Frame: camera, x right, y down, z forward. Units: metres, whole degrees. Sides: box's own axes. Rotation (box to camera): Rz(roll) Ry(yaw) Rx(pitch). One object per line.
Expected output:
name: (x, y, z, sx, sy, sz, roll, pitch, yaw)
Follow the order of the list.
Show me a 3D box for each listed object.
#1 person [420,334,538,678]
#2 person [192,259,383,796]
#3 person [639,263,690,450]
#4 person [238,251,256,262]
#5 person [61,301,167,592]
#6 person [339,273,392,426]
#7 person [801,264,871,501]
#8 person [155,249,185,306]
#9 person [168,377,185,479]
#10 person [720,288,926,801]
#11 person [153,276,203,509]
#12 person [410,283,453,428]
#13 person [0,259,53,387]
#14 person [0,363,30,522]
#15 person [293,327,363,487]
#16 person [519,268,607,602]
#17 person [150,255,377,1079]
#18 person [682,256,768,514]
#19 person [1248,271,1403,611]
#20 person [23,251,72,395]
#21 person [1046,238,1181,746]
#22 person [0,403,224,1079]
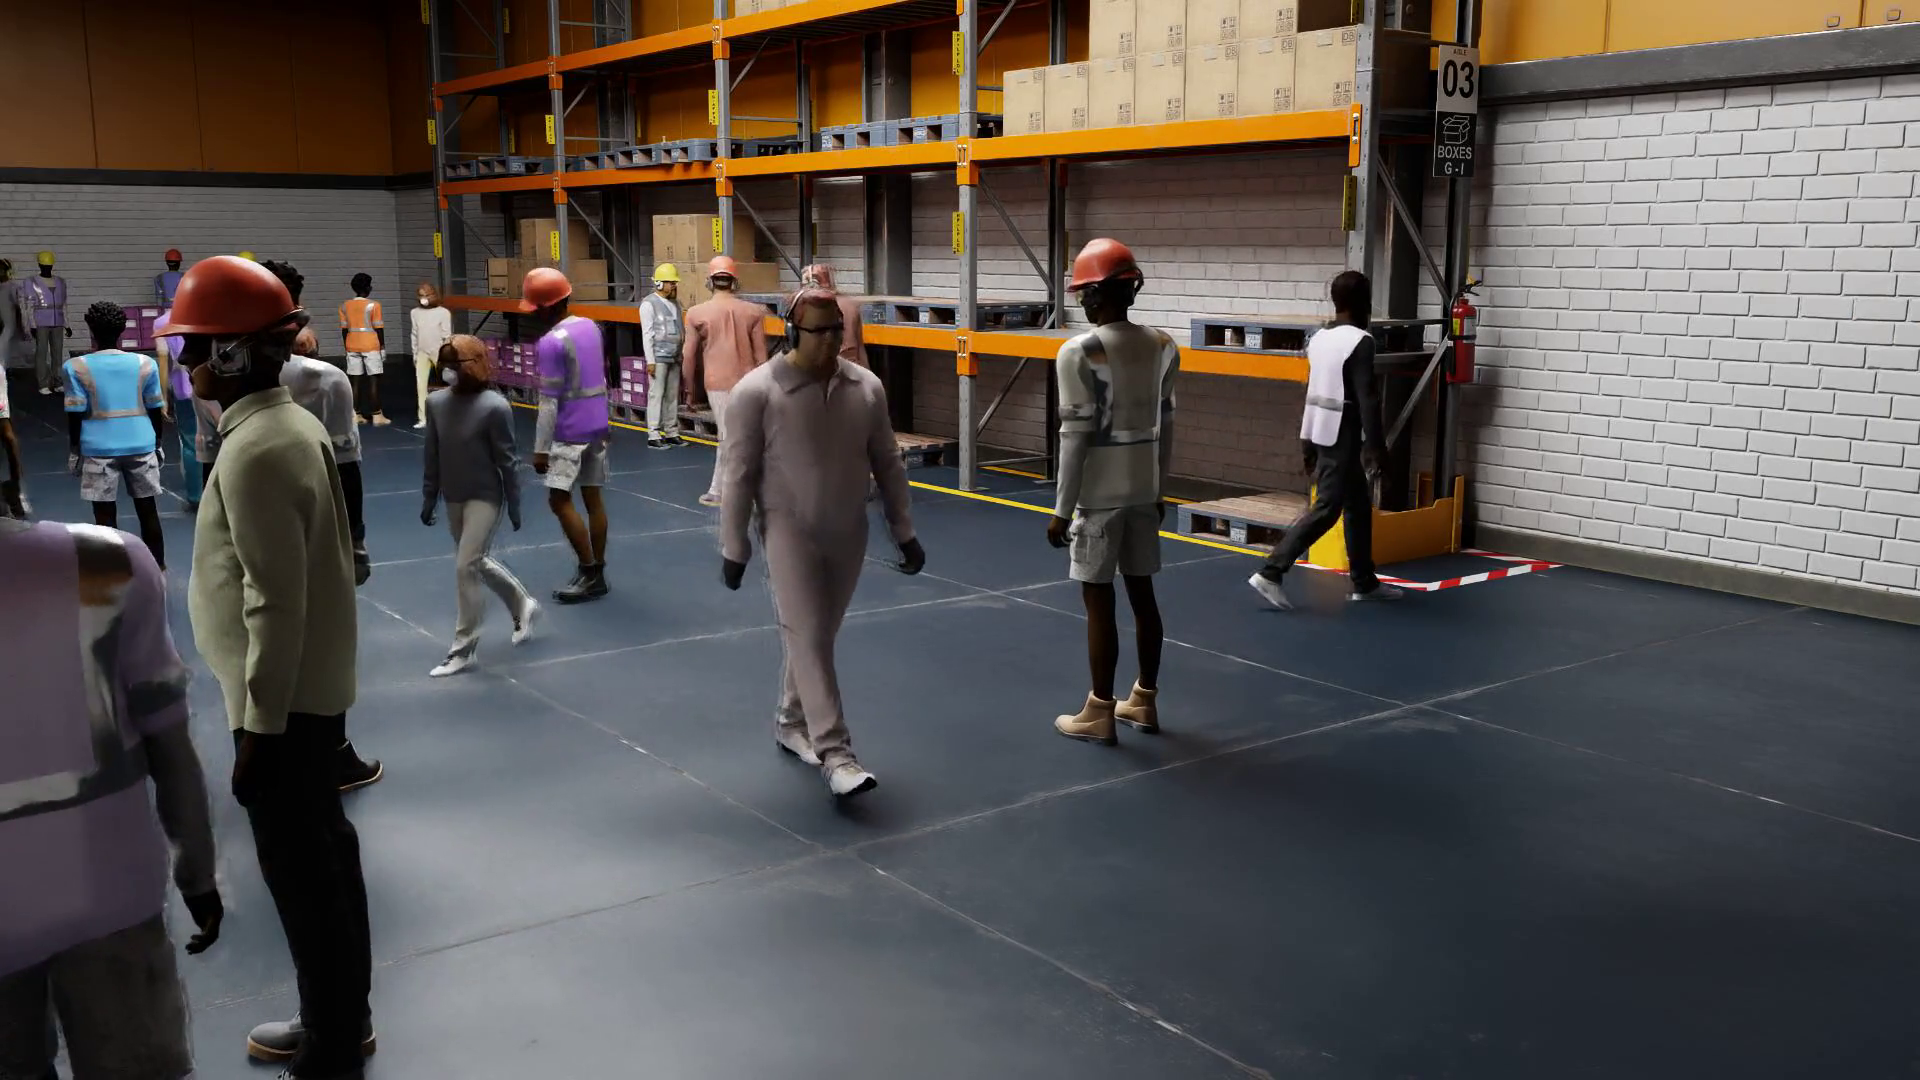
person: (-2.313, -0.199, 8.020, 0.501, 1.605, 0.781, 5, 11, 28)
person: (-2.441, -0.029, 6.058, 0.607, 1.966, 0.367, 1, 10, 6)
person: (-2.905, -1.810, 16.443, 0.403, 1.827, 0.595, 5, 11, 28)
person: (-8.842, -2.634, 20.764, 0.585, 1.927, 0.375, 0, 10, 0)
person: (-4.807, -0.506, 9.487, 0.542, 1.695, 0.316, -10, 14, -43)
person: (-6.608, -2.109, 18.463, 0.540, 1.696, 0.317, 3, 10, 15)
person: (-1.066, -1.232, 13.110, 0.891, 1.855, 0.718, 5, 11, 27)
person: (-11.530, -3.309, 24.514, 0.545, 1.938, 0.361, -2, 10, -14)
person: (-6.290, -1.234, 13.724, 0.511, 1.641, 0.308, -1, 10, -7)
person: (-0.475, 0.012, 6.154, 0.669, 1.852, 1.012, -8, 13, -36)
person: (-5.641, -1.068, 12.365, 0.591, 1.787, 0.989, -6, 12, -29)
person: (-5.843, -2.066, 18.527, 0.503, 1.596, 0.805, 2, 10, 10)
person: (-12.910, -2.927, 22.706, 0.877, 1.821, 0.553, -8, 13, -38)
person: (-4.505, -0.205, 7.472, 0.577, 1.829, 0.848, -7, 13, -36)
person: (-3.329, -0.292, 8.521, 0.511, 1.603, 0.833, -2, 10, -13)
person: (-2.192, -0.595, 9.474, 0.413, 1.888, 0.657, 4, 11, 20)
person: (-1.591, 0.351, 3.850, 0.397, 1.992, 0.623, -2, 10, -13)
person: (-1.722, -1.155, 12.504, 0.627, 1.947, 0.962, -7, 12, -33)
person: (2.051, -0.546, 9.216, 0.951, 1.883, 0.600, -2, 10, -10)
person: (-12.226, -2.914, 22.345, 0.383, 1.922, 0.587, 5, 11, 28)
person: (0.602, -0.189, 6.749, 0.605, 2.042, 0.391, -7, 13, -36)
person: (-1.490, 0.618, 2.689, 0.601, 1.888, 0.892, -6, 12, -31)
